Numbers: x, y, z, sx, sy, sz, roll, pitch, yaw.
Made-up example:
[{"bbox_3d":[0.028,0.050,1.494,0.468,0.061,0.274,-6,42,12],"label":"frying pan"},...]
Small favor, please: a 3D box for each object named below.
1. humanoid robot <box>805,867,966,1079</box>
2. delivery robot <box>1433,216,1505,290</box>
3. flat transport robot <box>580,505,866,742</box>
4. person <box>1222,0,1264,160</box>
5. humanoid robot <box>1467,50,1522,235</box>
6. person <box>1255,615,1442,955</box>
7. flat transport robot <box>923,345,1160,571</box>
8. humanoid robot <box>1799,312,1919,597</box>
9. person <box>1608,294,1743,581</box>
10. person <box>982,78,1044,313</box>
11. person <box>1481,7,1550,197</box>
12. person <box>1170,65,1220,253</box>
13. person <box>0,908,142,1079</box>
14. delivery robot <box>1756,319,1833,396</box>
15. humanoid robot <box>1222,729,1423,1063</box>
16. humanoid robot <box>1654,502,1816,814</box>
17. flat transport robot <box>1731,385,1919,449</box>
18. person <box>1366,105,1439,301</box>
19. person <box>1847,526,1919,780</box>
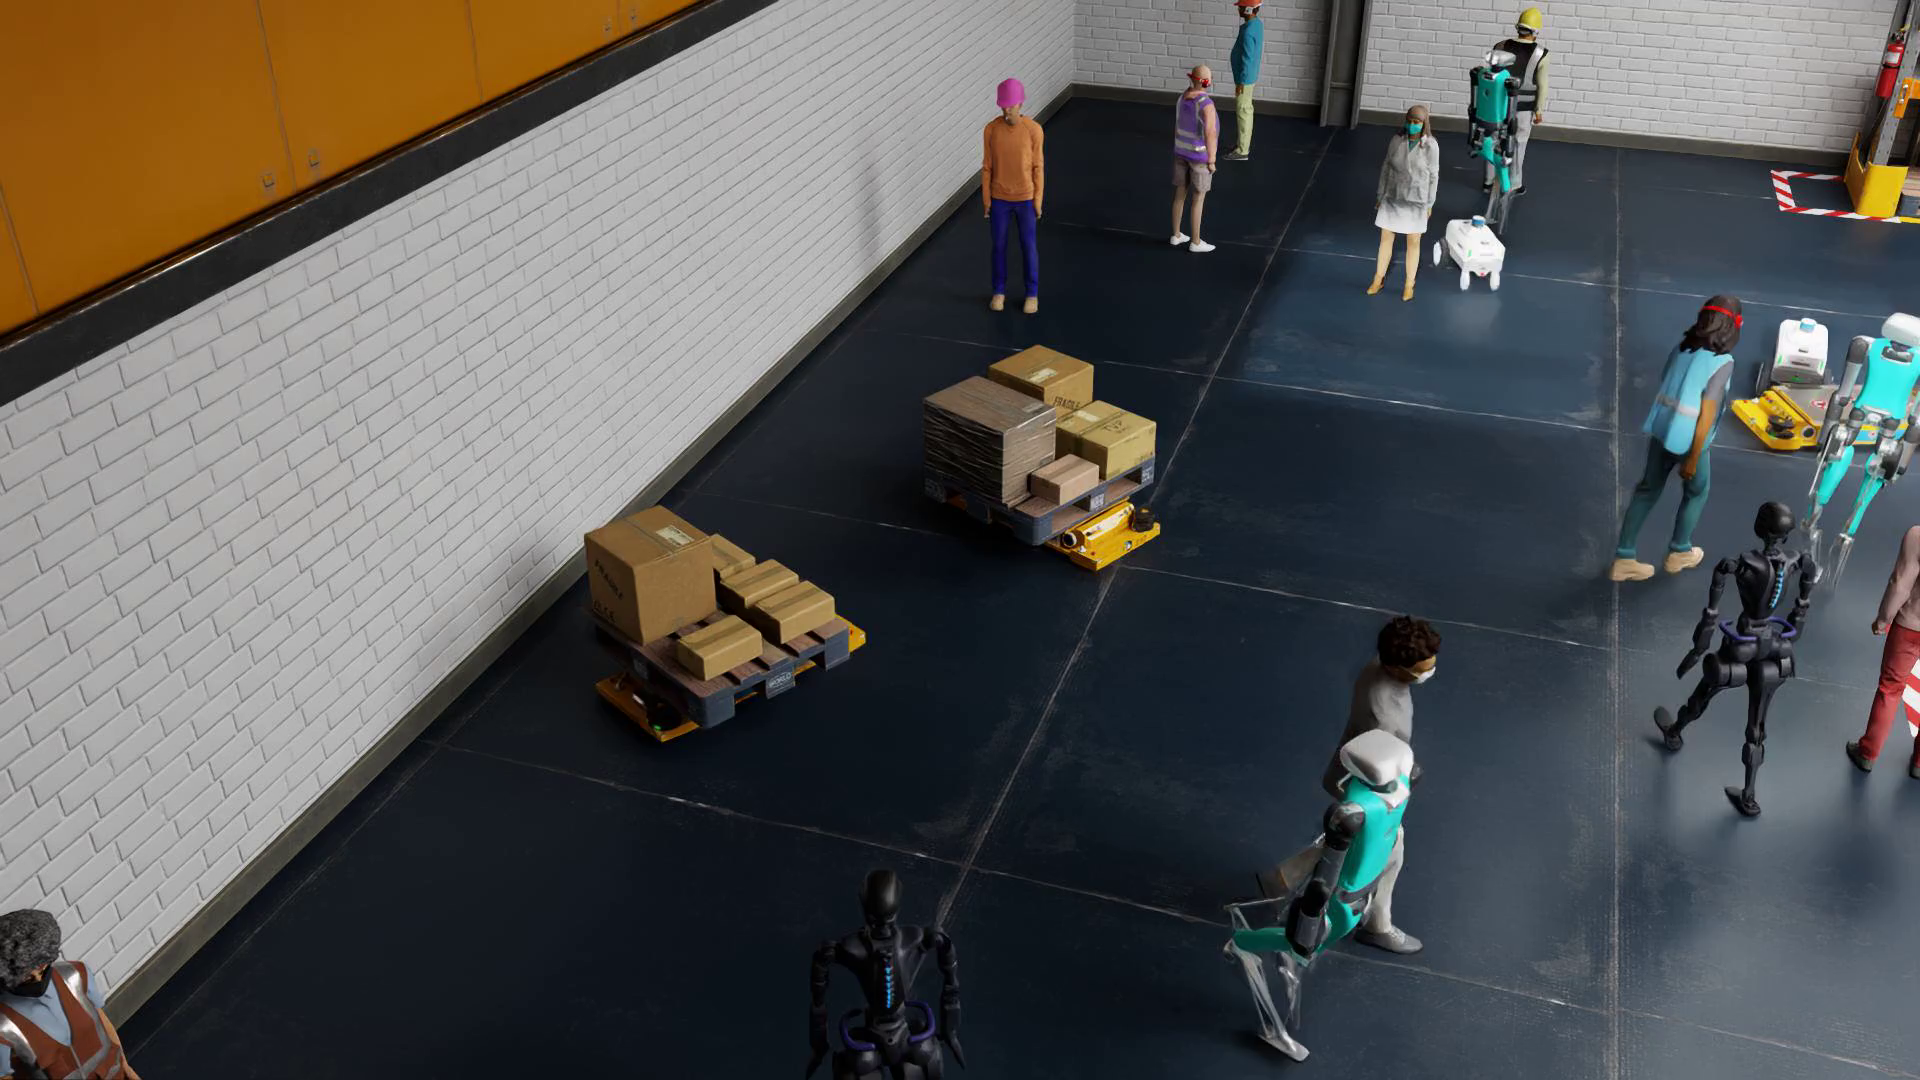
[{"bbox_3d":[-0.258,1.893,6.053,0.607,1.647,0.689,-6,31,-10],"label":"humanoid robot"},{"bbox_3d":[4.540,-2.570,14.721,0.499,0.600,0.802,-1,30,-1],"label":"delivery robot"},{"bbox_3d":[-1.297,0.662,9.499,1.431,0.231,0.659,-25,39,-36],"label":"flat transport robot"},{"bbox_3d":[2.980,-4.889,17.476,0.329,1.750,0.571,8,31,13],"label":"person"},{"bbox_3d":[5.052,-3.645,15.497,0.793,1.883,0.532,-19,36,-29],"label":"humanoid robot"},{"bbox_3d":[1.741,1.062,7.239,0.702,1.865,0.575,5,31,9],"label":"person"},{"bbox_3d":[0.563,-0.235,11.025,1.431,0.231,0.659,26,39,37],"label":"flat transport robot"},{"bbox_3d":[5.344,-0.379,9.941,0.550,1.914,0.715,21,36,31],"label":"humanoid robot"},{"bbox_3d":[4.410,-0.603,10.120,0.809,1.814,0.538,-11,32,-18],"label":"person"},{"bbox_3d":[0.432,-2.850,13.799,0.518,1.971,0.404,6,31,10],"label":"person"},{"bbox_3d":[5.486,-4.318,16.428,0.599,1.829,0.404,21,36,31],"label":"person"},{"bbox_3d":[2.123,-3.454,15.096,0.348,1.693,0.479,-21,36,-31],"label":"person"},{"bbox_3d":[-3.129,1.974,5.873,0.305,1.680,0.428,16,34,25],"label":"person"},{"bbox_3d":[6.411,-1.387,12.710,0.499,0.602,0.795,13,33,21],"label":"delivery robot"},{"bbox_3d":[1.368,1.478,6.761,0.744,1.878,0.537,26,39,37],"label":"humanoid robot"},{"bbox_3d":[3.945,0.522,8.377,0.591,1.625,0.780,-3,31,-5],"label":"humanoid robot"},{"bbox_3d":[6.494,-0.896,12.150,1.431,0.231,0.659,-1,30,-2],"label":"flat transport robot"},{"bbox_3d":[3.768,-2.851,14.099,0.495,1.659,0.335,15,34,24],"label":"person"},{"bbox_3d":[4.927,0.421,8.432,0.532,1.765,0.327,9,32,15],"label":"person"}]
